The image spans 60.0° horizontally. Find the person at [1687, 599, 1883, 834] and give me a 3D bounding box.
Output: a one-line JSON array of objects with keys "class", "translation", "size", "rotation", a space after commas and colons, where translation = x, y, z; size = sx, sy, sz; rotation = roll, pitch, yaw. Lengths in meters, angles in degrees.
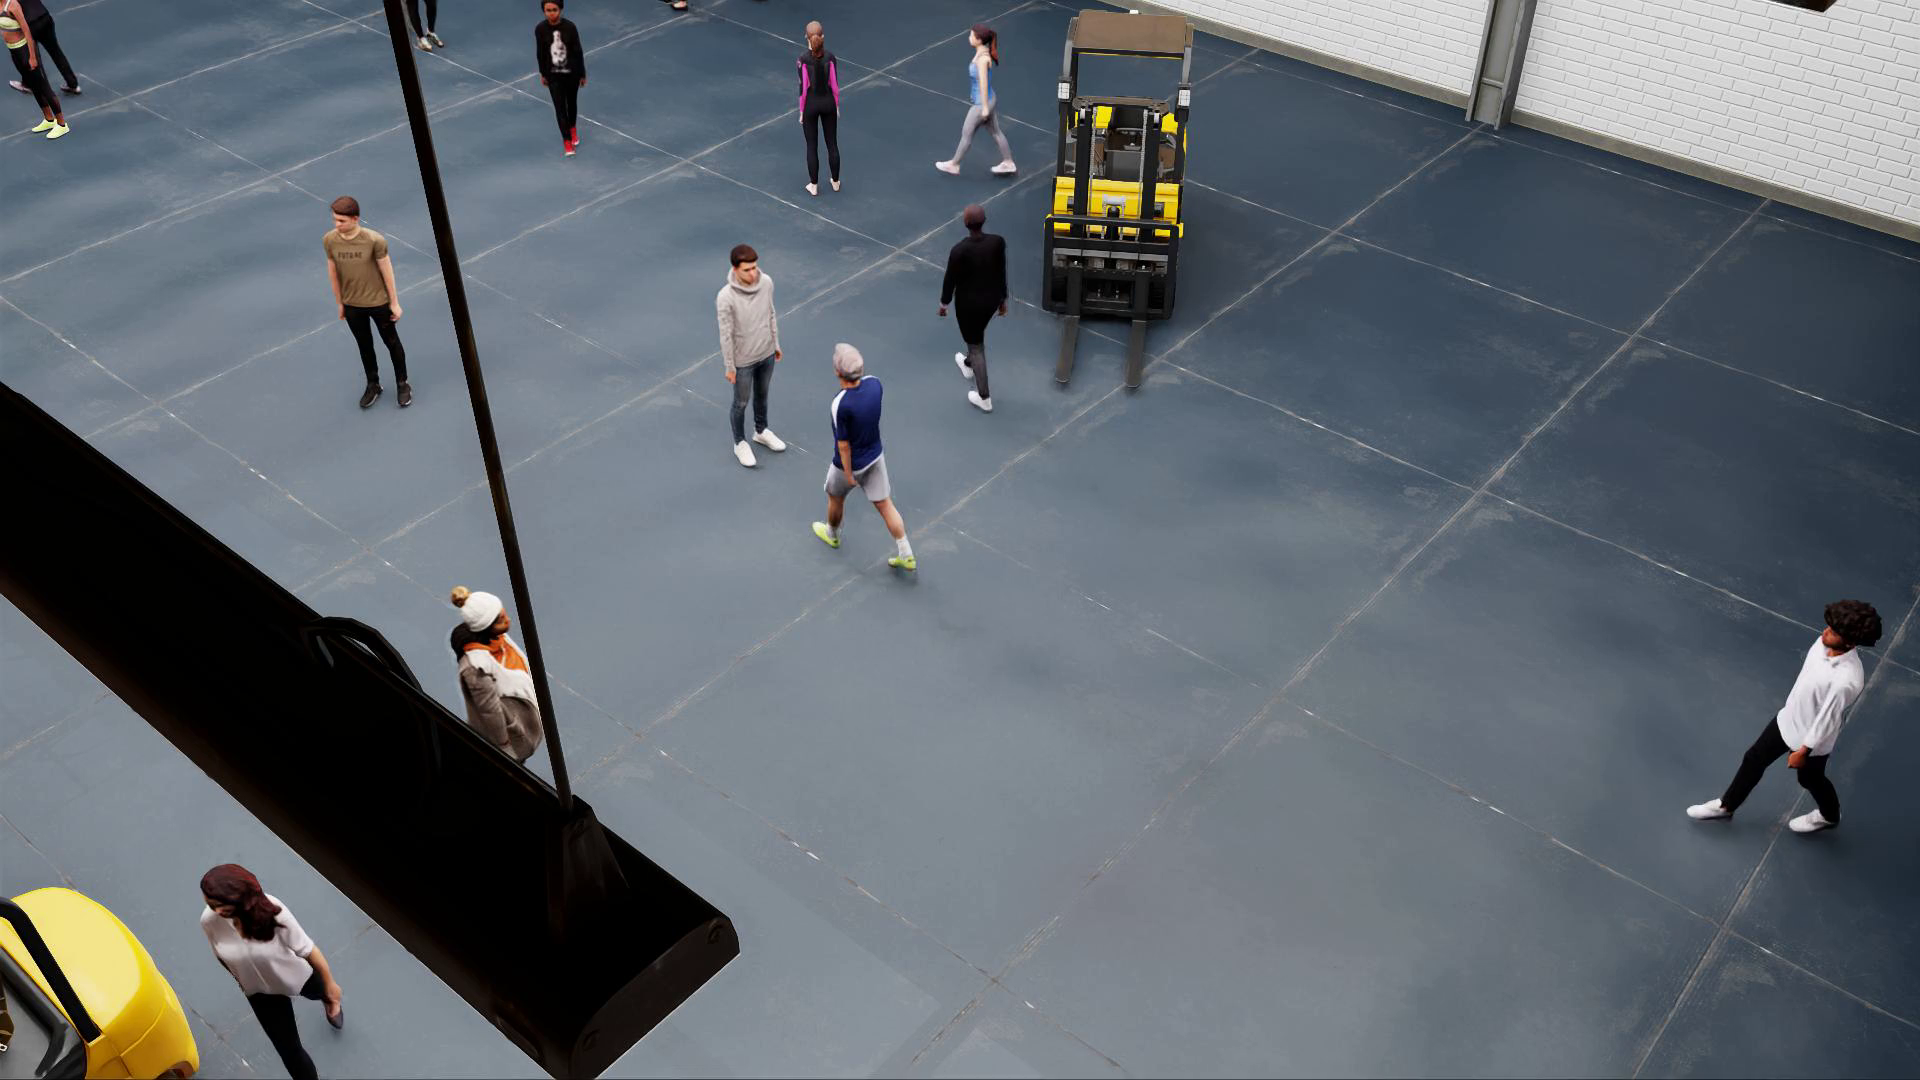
[{"class": "person", "translation": [5.012, 1.091, 9.659], "size": [1.206, 1.771, 1.061], "rotation": [3, 39, 3]}]

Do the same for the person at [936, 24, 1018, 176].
[{"class": "person", "translation": [0.301, -4.358, 16.644], "size": [1.131, 1.569, 0.949], "rotation": [5, 39, 6]}]

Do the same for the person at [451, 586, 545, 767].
[{"class": "person", "translation": [-2.690, 1.005, 9.669], "size": [0.886, 1.892, 0.807], "rotation": [-8, 39, -9]}]

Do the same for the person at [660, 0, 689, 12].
[{"class": "person", "translation": [-3.491, -7.243, 20.153], "size": [0.824, 1.698, 0.636], "rotation": [21, 43, 24]}]

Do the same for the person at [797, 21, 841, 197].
[{"class": "person", "translation": [-1.392, -4.248, 16.360], "size": [0.665, 1.751, 0.699], "rotation": [-12, 40, -15]}]

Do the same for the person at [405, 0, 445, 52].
[{"class": "person", "translation": [-6.376, -6.564, 19.227], "size": [0.689, 1.793, 0.691], "rotation": [-27, 46, -29]}]

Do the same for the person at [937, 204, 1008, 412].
[{"class": "person", "translation": [0.178, -1.825, 13.343], "size": [0.892, 1.732, 1.098], "rotation": [-20, 43, -24]}]

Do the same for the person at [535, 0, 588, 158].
[{"class": "person", "translation": [-4.112, -4.850, 17.200], "size": [0.968, 1.644, 1.103], "rotation": [-9, 40, -11]}]

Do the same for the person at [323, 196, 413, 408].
[{"class": "person", "translation": [-4.763, -1.934, 13.384], "size": [0.730, 1.850, 0.811], "rotation": [0, 39, 0]}]

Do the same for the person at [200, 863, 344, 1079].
[{"class": "person", "translation": [-3.395, 2.142, 8.365], "size": [1.152, 1.743, 1.243], "rotation": [-7, 39, -9]}]

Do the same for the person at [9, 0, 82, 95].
[{"class": "person", "translation": [-10.059, -5.604, 18.199], "size": [1.121, 1.574, 0.974], "rotation": [7, 39, 9]}]

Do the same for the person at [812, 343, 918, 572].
[{"class": "person", "translation": [-0.635, -0.536, 11.673], "size": [1.200, 1.799, 0.677], "rotation": [30, 47, 32]}]

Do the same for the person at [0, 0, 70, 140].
[{"class": "person", "translation": [-9.777, -5.088, 17.411], "size": [0.454, 1.753, 0.633], "rotation": [24, 45, 27]}]

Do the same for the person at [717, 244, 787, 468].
[{"class": "person", "translation": [-1.610, -1.450, 12.777], "size": [0.692, 1.851, 0.589], "rotation": [-31, 48, -33]}]
